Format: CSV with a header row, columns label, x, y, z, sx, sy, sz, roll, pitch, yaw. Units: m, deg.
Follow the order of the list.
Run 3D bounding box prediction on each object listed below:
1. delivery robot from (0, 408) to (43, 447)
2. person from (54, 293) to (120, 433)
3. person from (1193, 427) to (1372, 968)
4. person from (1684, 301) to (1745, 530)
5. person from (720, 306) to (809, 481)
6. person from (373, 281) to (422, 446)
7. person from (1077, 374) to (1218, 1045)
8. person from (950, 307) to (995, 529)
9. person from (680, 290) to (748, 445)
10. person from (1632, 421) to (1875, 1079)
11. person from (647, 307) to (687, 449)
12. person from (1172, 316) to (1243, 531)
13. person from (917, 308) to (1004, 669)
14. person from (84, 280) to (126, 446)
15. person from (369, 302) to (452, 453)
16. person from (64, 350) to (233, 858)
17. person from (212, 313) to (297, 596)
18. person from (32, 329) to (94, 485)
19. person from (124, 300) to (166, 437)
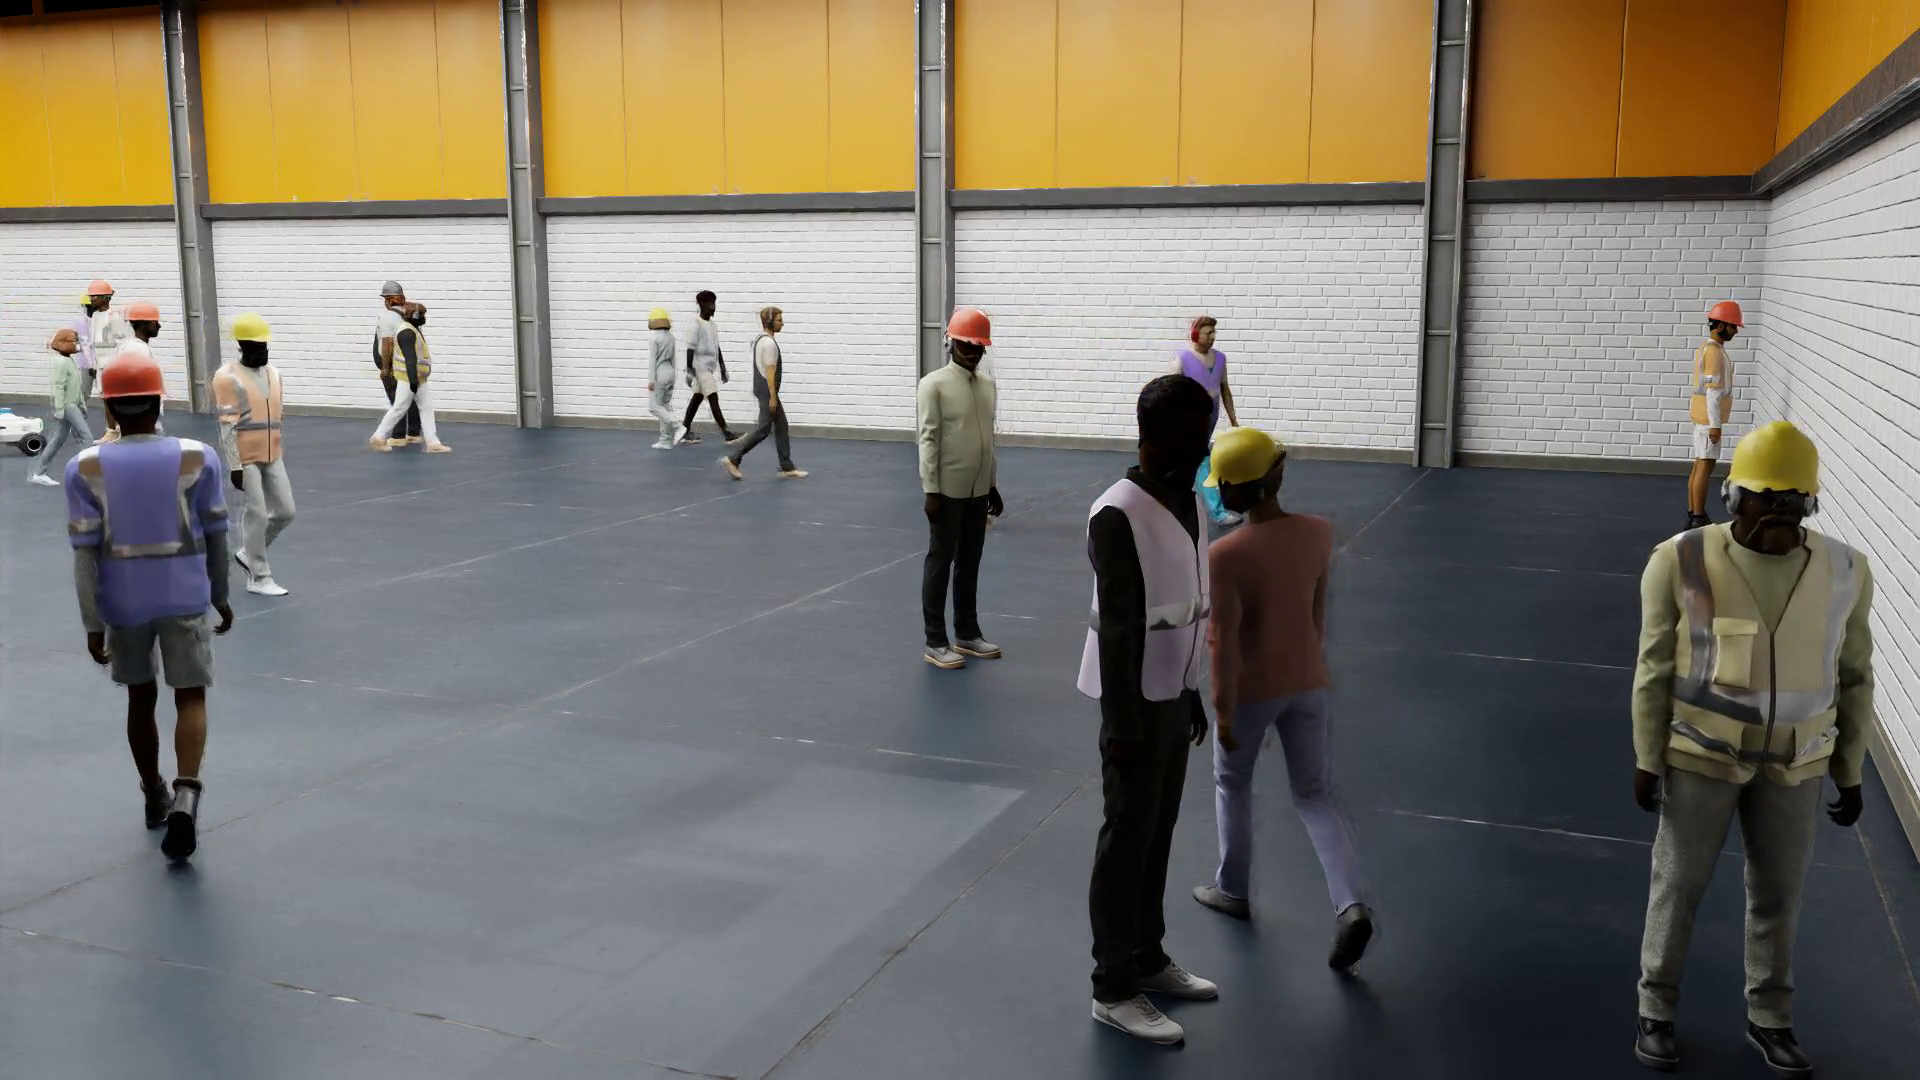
label,x,y,z,sx,sy,sz,roll,pitch,yaw
delivery robot,-11.107,-1.294,19.392,0.707,0.478,0.477,-6,11,-34
person,-11.575,-2.359,22.089,0.901,1.898,0.584,0,9,2
person,1.032,0.489,5.356,0.524,1.711,0.824,-4,10,-22
person,6.224,-0.997,13.726,0.369,1.929,0.542,3,10,17
person,-2.044,-1.509,17.191,0.875,1.820,0.518,-2,10,-13
person,-6.991,-2.185,20.583,0.536,2.000,0.683,3,10,17
person,0.555,0.472,4.870,0.392,1.914,0.588,5,10,26
person,0.037,-1.022,14.040,0.516,1.866,0.599,4,10,20
person,-3.114,-2.136,20.672,0.990,1.910,0.628,3,10,16
person,2.143,0.580,4.527,0.602,1.819,0.410,2,10,10
person,-3.552,-1.944,20.072,0.484,1.726,0.499,4,10,22
person,2.071,-0.987,14.056,0.594,1.791,0.971,-8,12,-39
person,0.017,-0.293,9.279,0.391,1.987,0.608,8,12,41
person,-10.441,-2.128,20.348,0.610,2.005,0.375,6,11,34
person,-6.572,-1.917,19.715,0.916,1.804,0.634,-1,9,-6
person,-3.064,0.239,6.323,0.545,1.911,0.845,-4,10,-20
person,-4.748,-0.569,11.187,0.466,1.908,0.592,4,10,22
person,-9.004,-1.335,16.794,0.846,1.590,0.512,-3,10,-19
person,-7.073,-1.100,14.361,0.550,1.926,0.570,-5,10,-27
